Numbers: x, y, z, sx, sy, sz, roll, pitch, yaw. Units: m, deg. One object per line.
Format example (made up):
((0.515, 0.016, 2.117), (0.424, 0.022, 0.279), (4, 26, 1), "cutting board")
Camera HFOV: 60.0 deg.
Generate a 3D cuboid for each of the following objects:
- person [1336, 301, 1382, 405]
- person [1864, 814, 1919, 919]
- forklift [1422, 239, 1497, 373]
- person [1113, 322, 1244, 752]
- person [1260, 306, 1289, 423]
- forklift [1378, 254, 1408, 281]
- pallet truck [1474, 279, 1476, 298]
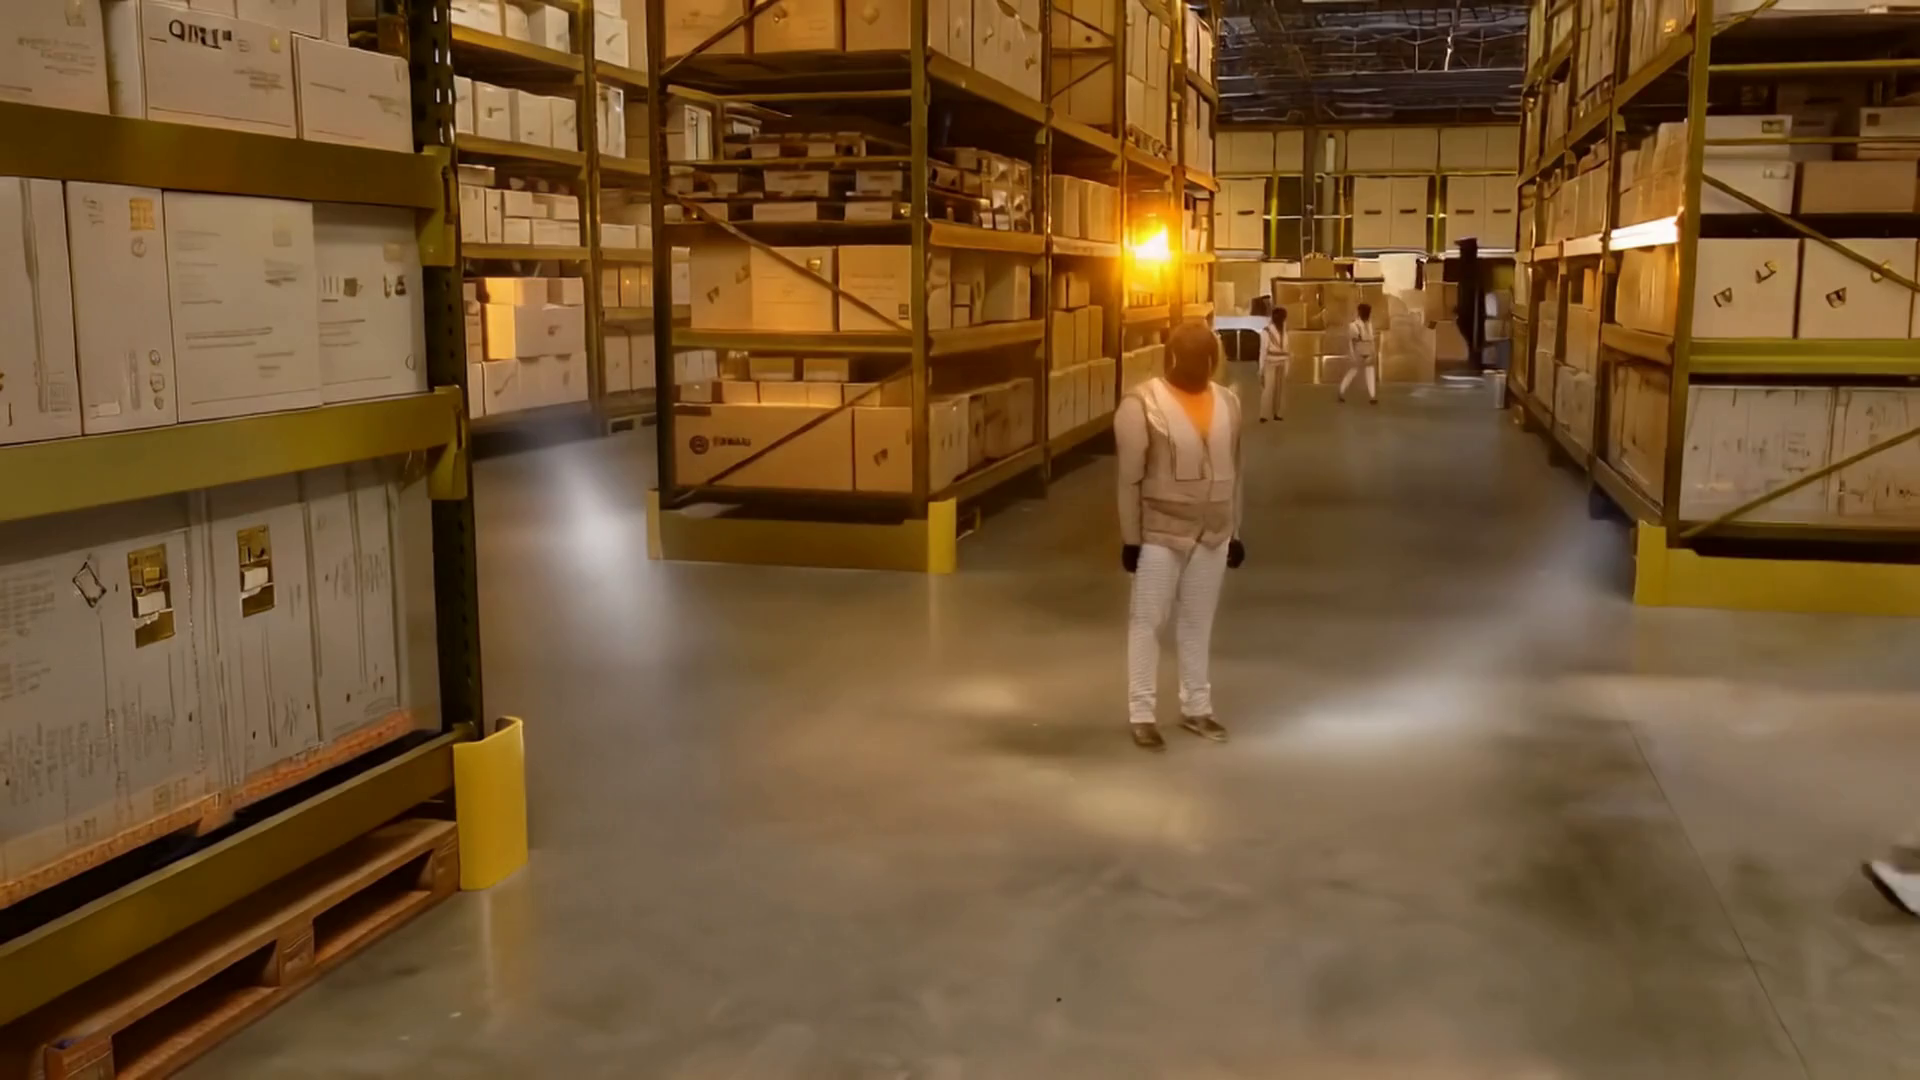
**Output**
((6.453, -3.030, 26.891), (0.536, 1.665, 0.835), (-4, 10, -26), "person")
((3.360, 0.296, 5.141), (0.992, 1.864, 0.627), (2, 9, 10), "person")
((10.570, -4.889, 34.835), (1.873, 2.768, 1.129), (2, 9, 15), "forklift")
((0.964, -0.015, 7.179), (0.619, 1.838, 0.430), (-4, 10, -25), "person")
((4.427, -2.470, 23.407), (0.523, 1.636, 0.310), (-6, 11, -34), "person")
((14.512, -8.215, 55.966), (1.129, 2.768, 1.873), (-2, 9, -13), "forklift")
((18.896, -8.459, 60.307), (1.885, 1.965, 0.823), (5, 10, 31), "pallet truck")
